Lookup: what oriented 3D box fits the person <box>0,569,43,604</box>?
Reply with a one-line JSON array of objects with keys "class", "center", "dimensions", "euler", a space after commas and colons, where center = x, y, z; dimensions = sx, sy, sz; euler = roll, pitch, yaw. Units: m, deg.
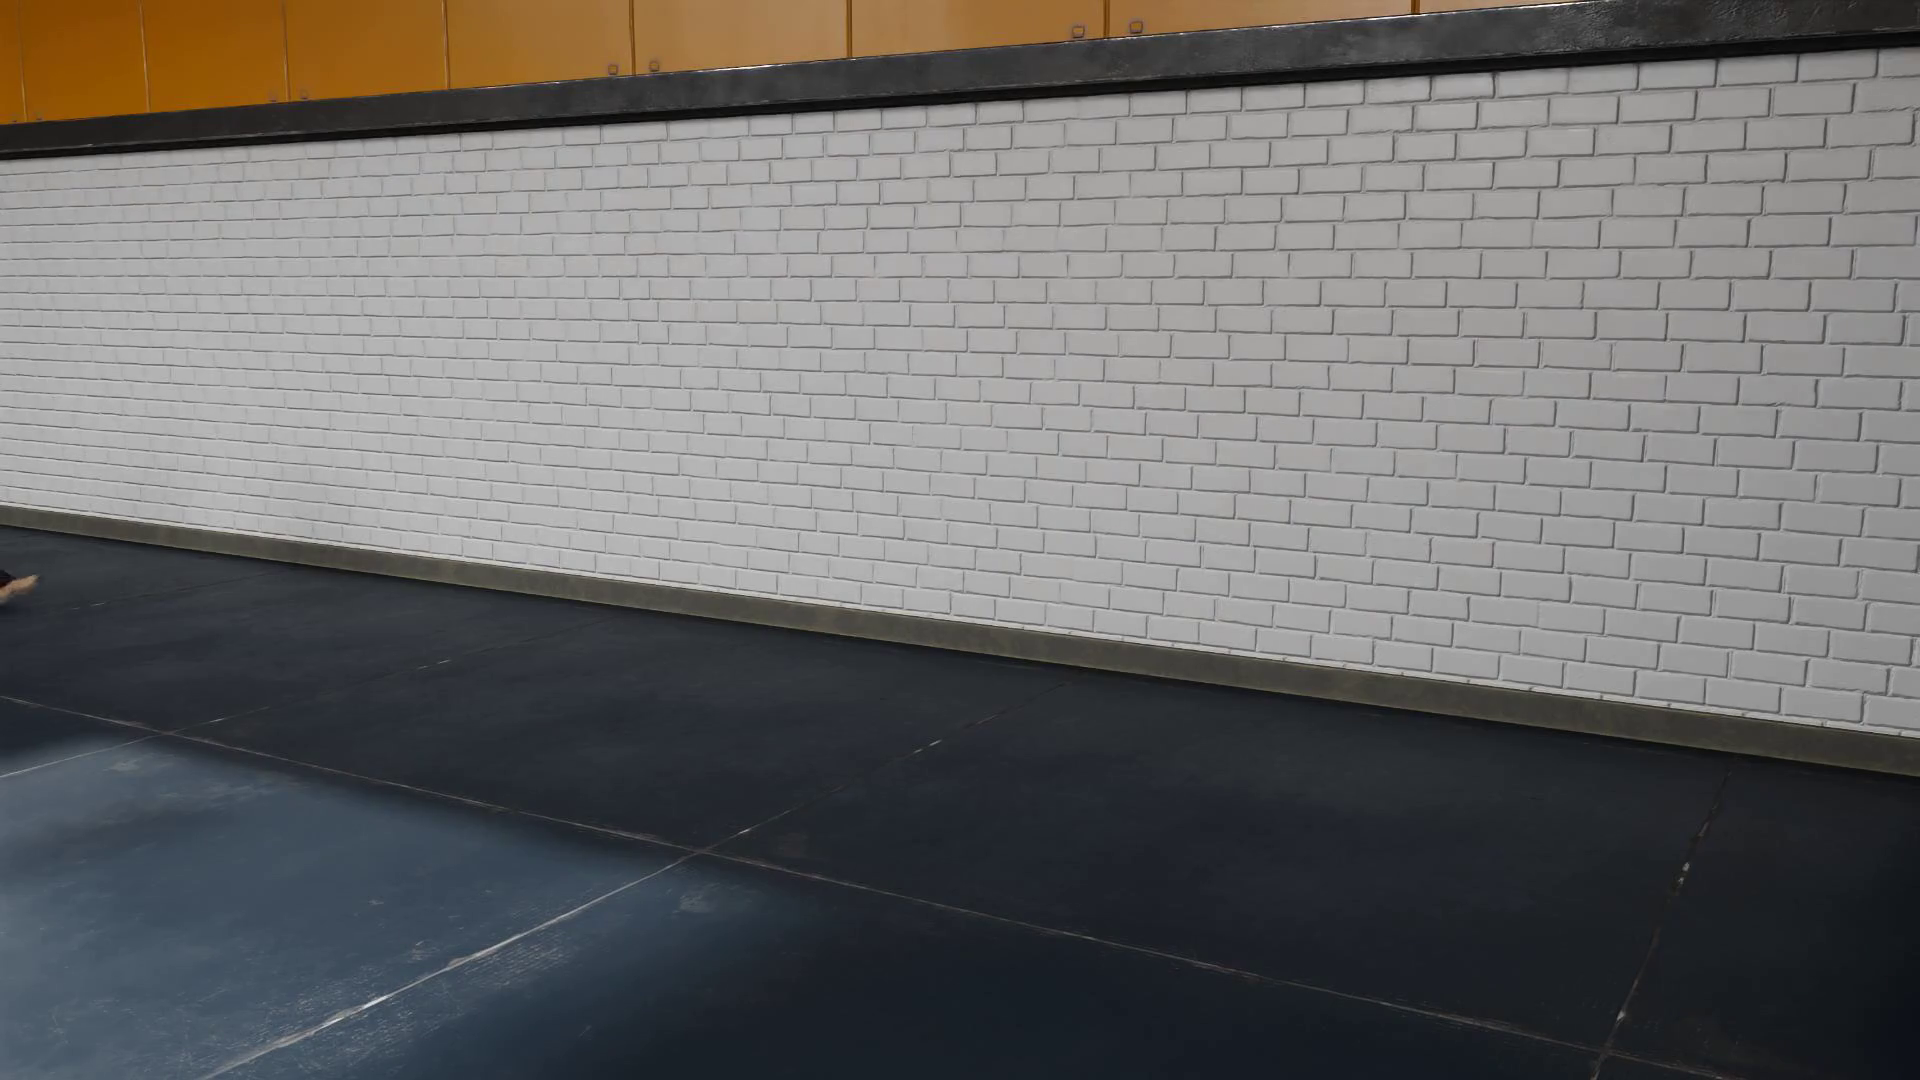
[{"class": "person", "center": [-6.084, -0.435, 9.845], "dimensions": [1.008, 1.783, 0.519], "euler": [-6, 11, -32]}]
